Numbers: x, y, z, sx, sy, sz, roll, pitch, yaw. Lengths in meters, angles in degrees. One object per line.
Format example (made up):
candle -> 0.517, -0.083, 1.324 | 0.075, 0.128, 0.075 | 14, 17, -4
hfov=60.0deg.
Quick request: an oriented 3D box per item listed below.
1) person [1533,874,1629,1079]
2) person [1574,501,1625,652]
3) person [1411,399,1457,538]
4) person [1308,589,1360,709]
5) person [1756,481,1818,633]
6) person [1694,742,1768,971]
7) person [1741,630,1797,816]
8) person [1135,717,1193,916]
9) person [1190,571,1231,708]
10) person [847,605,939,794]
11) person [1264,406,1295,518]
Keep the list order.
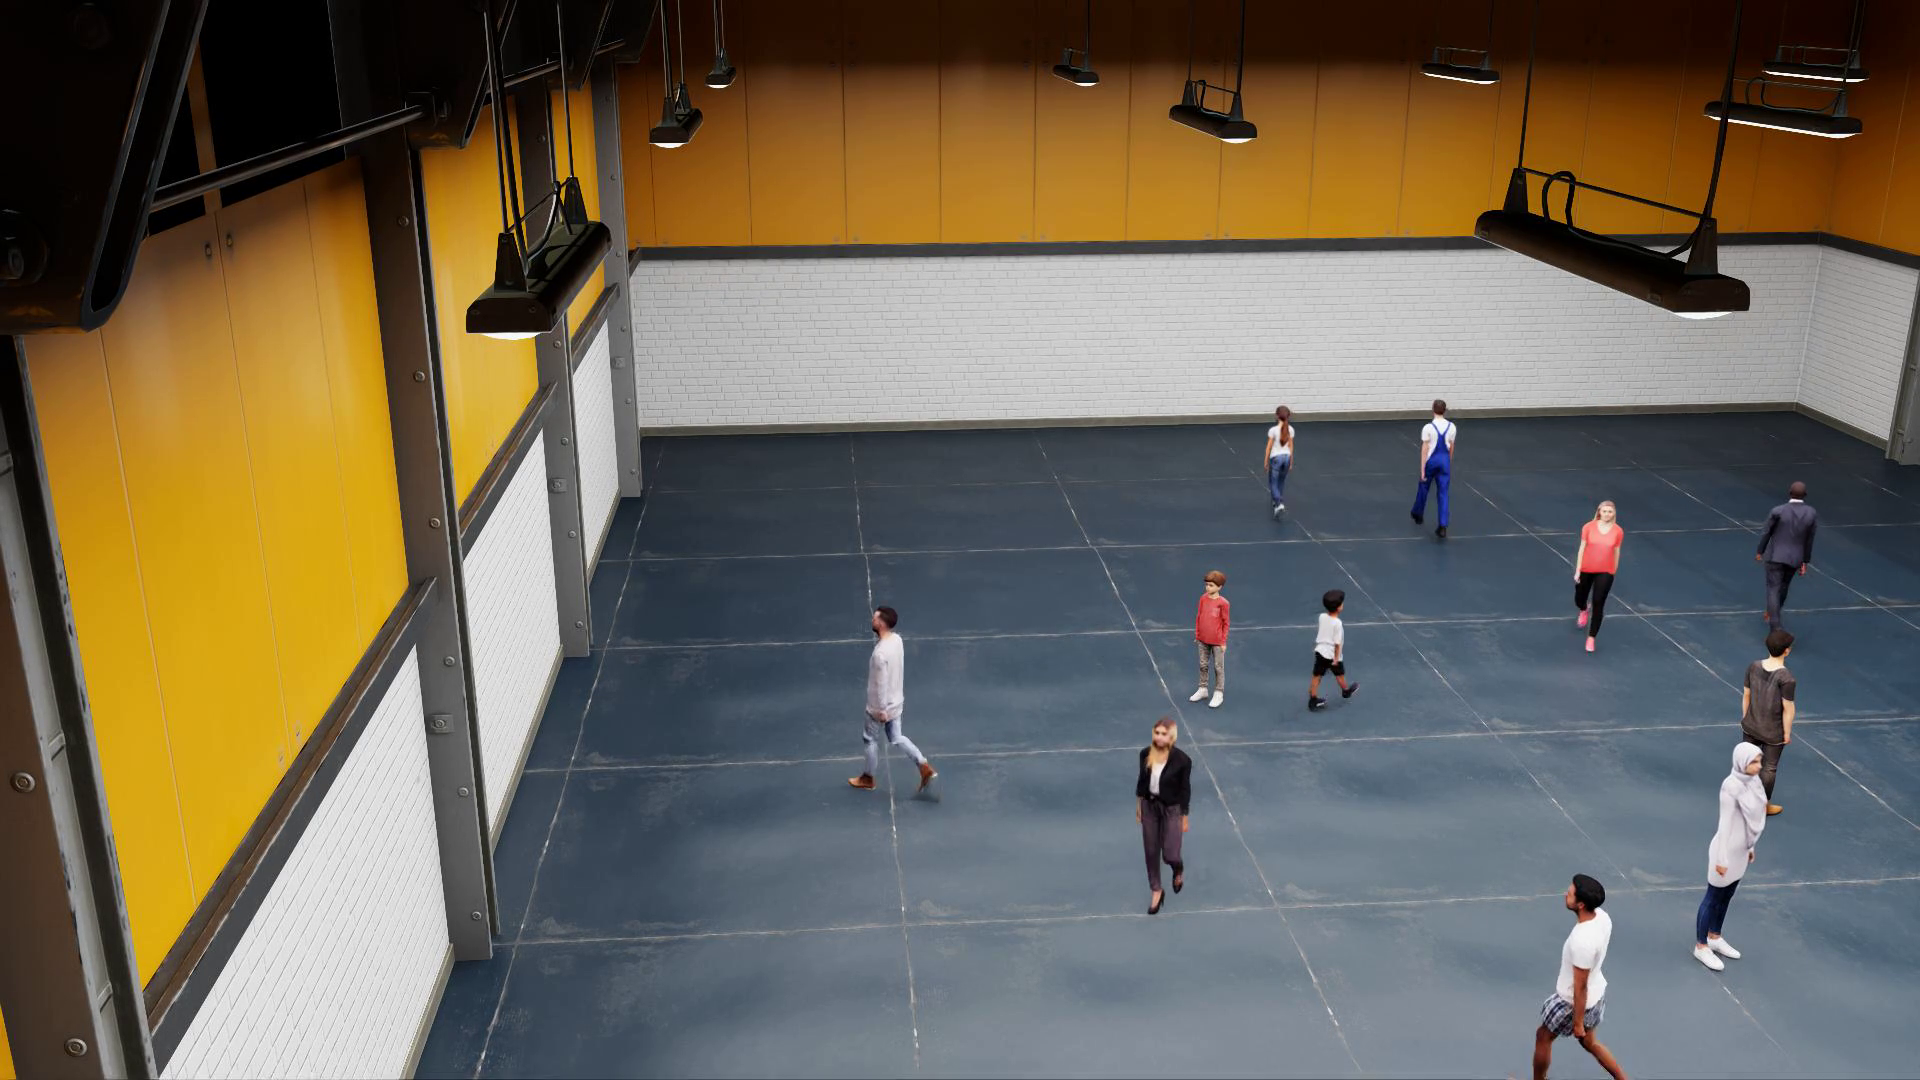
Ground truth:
person -> 4.052, 2.957, 10.664 | 1.126, 1.702, 1.081 | 14, 23, 36
person -> 7.042, 0.354, 18.429 | 0.914, 1.678, 1.098 | 8, 20, 23
person -> 6.339, -0.913, 21.997 | 0.715, 1.802, 1.305 | 0, 19, 0
person -> 3.686, 1.132, 16.828 | 0.827, 1.226, 0.860 | -13, 23, -34
person -> 9.195, 0.248, 18.547 | 0.851, 1.804, 1.246 | 2, 19, 7
person -> 5.751, 2.326, 12.422 | 0.688, 1.775, 0.691 | -12, 22, -32
person -> 7.109, 1.601, 14.665 | 0.764, 1.718, 0.645 | -11, 22, -30
person -> 1.639, 2.149, 13.120 | 0.772, 1.665, 0.833 | 11, 21, 29
person -> 2.572, 0.990, 16.950 | 0.593, 1.417, 0.654 | 15, 24, 38
person -> -0.590, 1.457, 14.934 | 1.088, 1.818, 1.175 | 7, 20, 21
person -> 4.410, -1.073, 22.882 | 0.612, 1.540, 0.959 | -4, 19, -11
